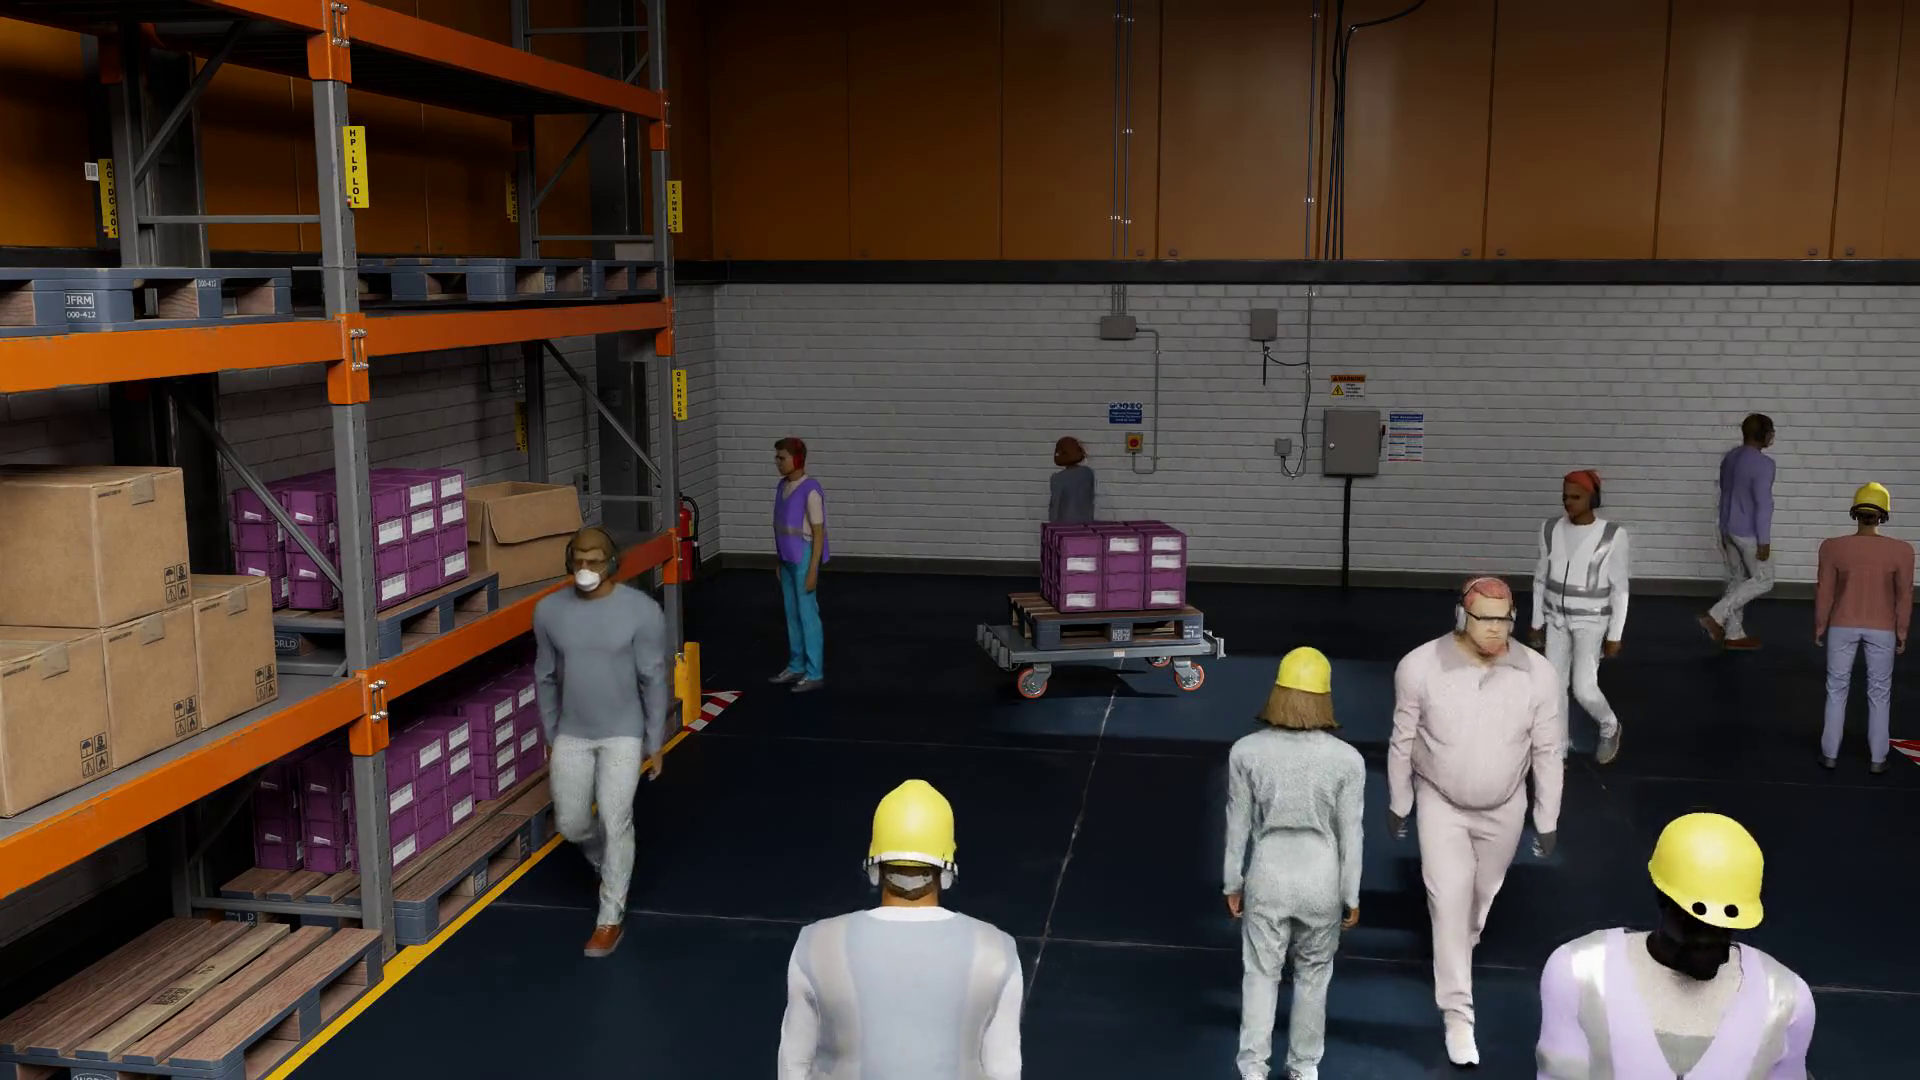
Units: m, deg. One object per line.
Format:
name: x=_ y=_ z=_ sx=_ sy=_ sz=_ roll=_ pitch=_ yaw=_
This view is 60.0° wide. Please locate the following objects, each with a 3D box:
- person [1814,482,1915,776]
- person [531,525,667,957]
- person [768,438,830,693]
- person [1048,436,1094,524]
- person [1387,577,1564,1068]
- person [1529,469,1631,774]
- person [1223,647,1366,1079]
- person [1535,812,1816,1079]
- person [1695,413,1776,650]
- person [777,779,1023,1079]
person: x=5.439 y=0.535 z=10.039 sx=0.522 sy=1.769 sz=0.318 roll=5 pitch=10 yaw=27
person: x=-1.601 y=0.869 z=7.507 sx=0.633 sy=1.923 sz=0.584 roll=1 pitch=9 yaw=7
person: x=-1.154 y=0.173 z=12.040 sx=0.373 sy=1.840 sz=0.570 roll=-6 pitch=11 yaw=-32
person: x=0.984 y=-0.082 z=14.289 sx=0.514 sy=1.615 sz=0.461 roll=-8 pitch=12 yaw=-39
person: x=2.047 y=1.045 z=6.642 sx=0.657 sy=1.867 sz=1.011 roll=1 pitch=9 yaw=5
person: x=3.729 y=0.498 z=9.965 sx=0.506 sy=1.870 sz=0.581 roll=-7 pitch=11 yaw=-36
person: x=1.168 y=1.241 z=5.885 sx=0.487 sy=1.711 sz=0.674 roll=3 pitch=10 yaw=16
person: x=1.615 y=1.486 z=3.844 sx=0.575 sy=1.876 sz=0.953 roll=3 pitch=10 yaw=17
person: x=6.173 y=-0.049 z=13.162 sx=0.517 sy=1.922 sz=0.643 roll=0 pitch=9 yaw=-2
person: x=-0.148 y=1.484 z=4.125 sx=0.592 sy=1.790 sz=0.921 roll=-1 pitch=9 yaw=-8
